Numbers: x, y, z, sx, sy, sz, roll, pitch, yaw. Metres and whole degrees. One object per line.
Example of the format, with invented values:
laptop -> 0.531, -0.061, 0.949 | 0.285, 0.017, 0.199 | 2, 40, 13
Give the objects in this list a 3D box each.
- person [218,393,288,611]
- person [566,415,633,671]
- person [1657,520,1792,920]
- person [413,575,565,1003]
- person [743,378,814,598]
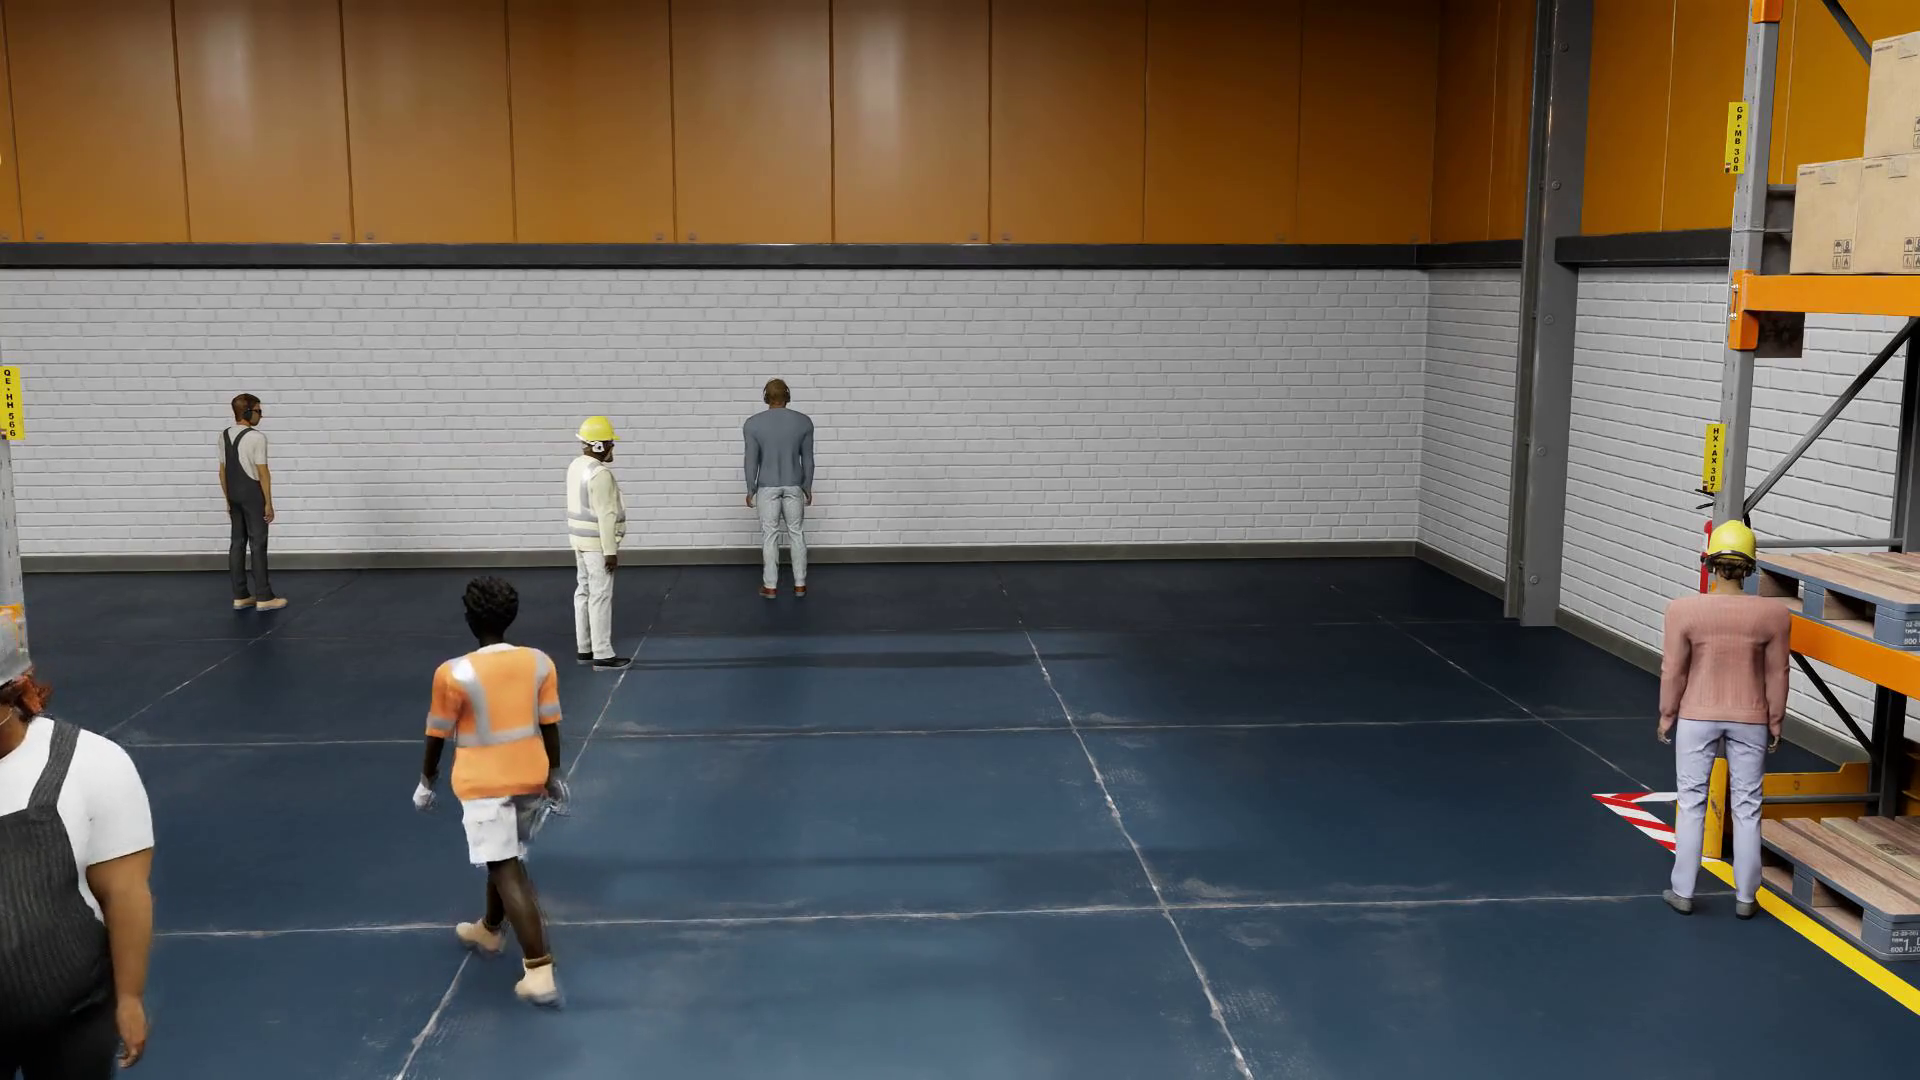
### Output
person -> -6.021, -0.317, 14.078 | 0.505, 1.840, 0.347 | 4, 10, 23
person -> -2.609, 0.018, 11.993 | 0.403, 1.832, 0.593 | -6, 11, -34
person -> 3.354, 0.793, 7.336 | 0.524, 1.770, 0.315 | 3, 9, 17
person -> -1.827, 0.969, 6.611 | 0.869, 1.650, 0.535 | 7, 11, 38
person -> -1.589, -0.450, 14.614 | 0.629, 1.937, 0.377 | -3, 9, -17
